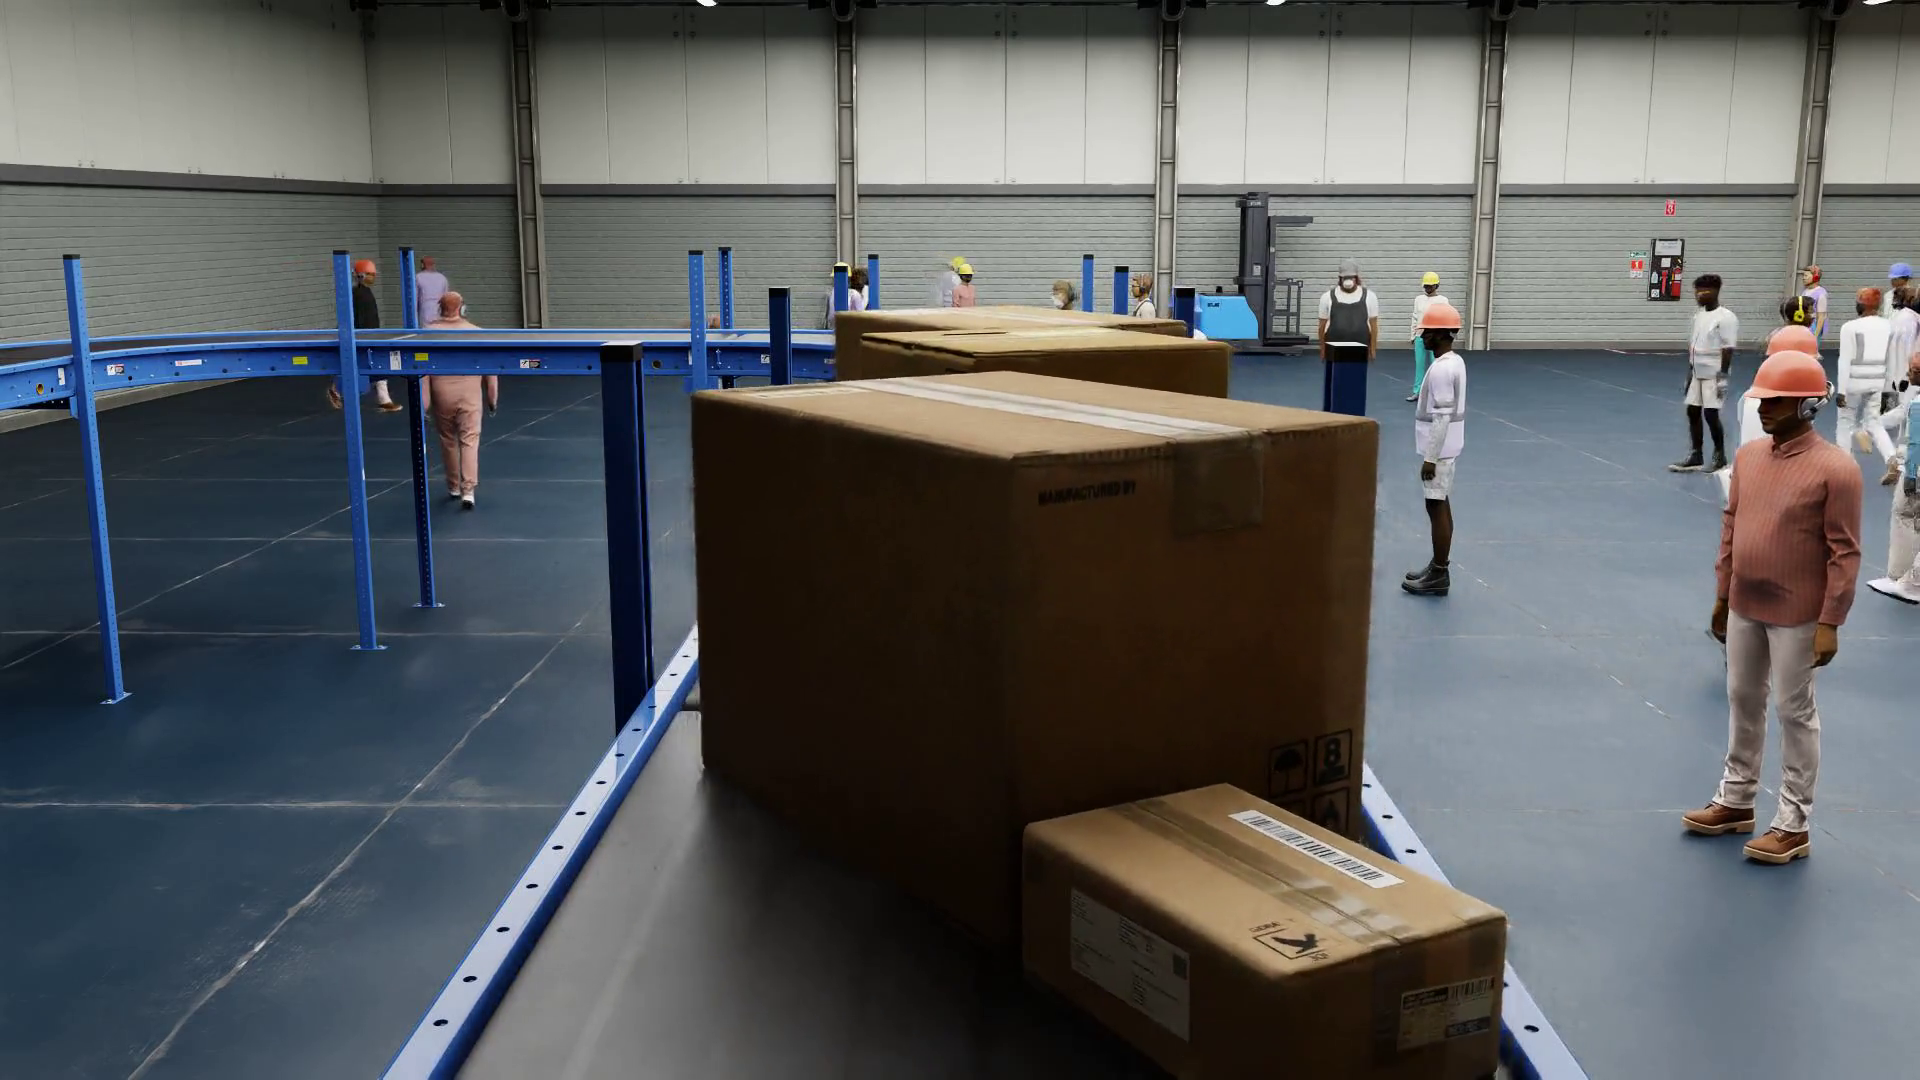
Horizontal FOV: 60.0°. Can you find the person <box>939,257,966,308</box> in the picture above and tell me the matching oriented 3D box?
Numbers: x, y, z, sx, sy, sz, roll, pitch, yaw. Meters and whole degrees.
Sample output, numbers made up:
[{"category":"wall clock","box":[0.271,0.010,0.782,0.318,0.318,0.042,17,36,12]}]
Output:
[{"category":"person","box":[-0.107,-4.183,29.870,0.459,1.790,0.623,-6,13,-28]}]

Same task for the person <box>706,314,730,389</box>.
[{"category":"person","box":[-2.193,-1.246,15.198,0.376,1.626,0.541,1,11,6]}]

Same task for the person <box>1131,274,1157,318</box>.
[{"category":"person","box":[2.106,-2.152,19.291,0.342,1.846,0.509,1,11,4]}]

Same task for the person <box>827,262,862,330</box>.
[{"category":"person","box":[-1.481,-2.544,21.086,0.584,1.930,0.360,10,15,43]}]

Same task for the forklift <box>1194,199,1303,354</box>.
[{"category":"forklift","box":[5.313,-4.851,30.603,1.873,2.768,1.129,0,11,1]}]

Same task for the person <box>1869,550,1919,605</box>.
[{"category":"person","box":[6.238,-0.433,10.408,0.947,1.858,0.657,7,13,31]}]

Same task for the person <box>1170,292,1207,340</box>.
[{"category":"person","box":[1.852,-1.139,13.908,0.625,1.934,0.663,-8,13,-34]}]

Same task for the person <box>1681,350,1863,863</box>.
[{"category":"person","box":[3.198,0.254,6.536,0.386,1.992,0.625,-4,12,-18]}]

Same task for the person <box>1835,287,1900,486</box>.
[{"category":"person","box":[8.489,-1.426,15.526,0.587,1.864,0.806,-2,11,-8]}]

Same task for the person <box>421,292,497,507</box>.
[{"category":"person","box":[-4.391,-1.235,14.566,0.661,1.862,0.993,-3,11,-13]}]

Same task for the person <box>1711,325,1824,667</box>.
[{"category":"person","box":[4.449,-0.218,9.173,0.491,1.924,0.551,-3,11,-14]}]

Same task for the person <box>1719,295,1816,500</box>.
[{"category":"person","box":[7.077,-1.193,14.381,0.785,1.845,0.526,4,12,18]}]

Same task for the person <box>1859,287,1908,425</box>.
[{"category":"person","box":[11.334,-2.198,19.981,0.797,1.667,0.538,2,11,12]}]

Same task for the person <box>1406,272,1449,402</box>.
[{"category":"person","box":[6.355,-2.753,22.586,0.522,1.767,0.316,10,15,42]}]

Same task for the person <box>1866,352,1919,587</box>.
[{"category":"person","box":[6.470,-0.442,11.073,0.528,1.618,0.547,-10,15,-42]}]

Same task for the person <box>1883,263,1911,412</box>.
[{"category":"person","box":[11.834,-2.534,21.048,0.643,1.918,0.642,-3,11,-16]}]

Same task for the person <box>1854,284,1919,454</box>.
[{"category":"person","box":[9.667,-1.710,17.078,0.637,1.824,0.631,6,13,30]}]

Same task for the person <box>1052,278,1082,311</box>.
[{"category":"person","box":[1.133,-1.613,16.341,0.666,1.916,0.648,-11,15,-44]}]

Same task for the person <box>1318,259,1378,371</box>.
[{"category":"person","box":[4.575,-2.308,19.698,0.691,2.000,0.704,2,11,10]}]

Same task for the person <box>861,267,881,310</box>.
[{"category":"person","box":[-1.355,-3.009,23.830,0.959,1.800,0.619,-7,13,-33]}]

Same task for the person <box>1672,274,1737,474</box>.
[{"category":"person","box":[7.380,-1.615,16.354,0.412,1.953,0.634,-1,11,-5]}]

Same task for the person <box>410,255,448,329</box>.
[{"category":"person","box":[-8.645,-3.708,27.177,0.650,1.884,0.657,10,15,41]}]

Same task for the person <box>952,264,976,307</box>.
[{"category":"person","box":[0.086,-3.445,26.141,0.312,1.768,0.530,9,14,39]}]

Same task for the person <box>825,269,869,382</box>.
[{"category":"person","box":[-1.465,-2.617,21.739,1.086,1.833,0.595,9,14,40]}]

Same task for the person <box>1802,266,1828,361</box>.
[{"category":"person","box":[11.480,-2.771,22.462,0.389,1.847,0.563,1,11,3]}]

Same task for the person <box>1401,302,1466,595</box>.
[{"category":"person","box":[3.182,-0.614,11.148,0.358,1.937,0.549,5,12,22]}]

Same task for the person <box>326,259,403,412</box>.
[{"category":"person","box":[-7.717,-2.625,21.408,0.844,1.966,0.615,1,11,3]}]
